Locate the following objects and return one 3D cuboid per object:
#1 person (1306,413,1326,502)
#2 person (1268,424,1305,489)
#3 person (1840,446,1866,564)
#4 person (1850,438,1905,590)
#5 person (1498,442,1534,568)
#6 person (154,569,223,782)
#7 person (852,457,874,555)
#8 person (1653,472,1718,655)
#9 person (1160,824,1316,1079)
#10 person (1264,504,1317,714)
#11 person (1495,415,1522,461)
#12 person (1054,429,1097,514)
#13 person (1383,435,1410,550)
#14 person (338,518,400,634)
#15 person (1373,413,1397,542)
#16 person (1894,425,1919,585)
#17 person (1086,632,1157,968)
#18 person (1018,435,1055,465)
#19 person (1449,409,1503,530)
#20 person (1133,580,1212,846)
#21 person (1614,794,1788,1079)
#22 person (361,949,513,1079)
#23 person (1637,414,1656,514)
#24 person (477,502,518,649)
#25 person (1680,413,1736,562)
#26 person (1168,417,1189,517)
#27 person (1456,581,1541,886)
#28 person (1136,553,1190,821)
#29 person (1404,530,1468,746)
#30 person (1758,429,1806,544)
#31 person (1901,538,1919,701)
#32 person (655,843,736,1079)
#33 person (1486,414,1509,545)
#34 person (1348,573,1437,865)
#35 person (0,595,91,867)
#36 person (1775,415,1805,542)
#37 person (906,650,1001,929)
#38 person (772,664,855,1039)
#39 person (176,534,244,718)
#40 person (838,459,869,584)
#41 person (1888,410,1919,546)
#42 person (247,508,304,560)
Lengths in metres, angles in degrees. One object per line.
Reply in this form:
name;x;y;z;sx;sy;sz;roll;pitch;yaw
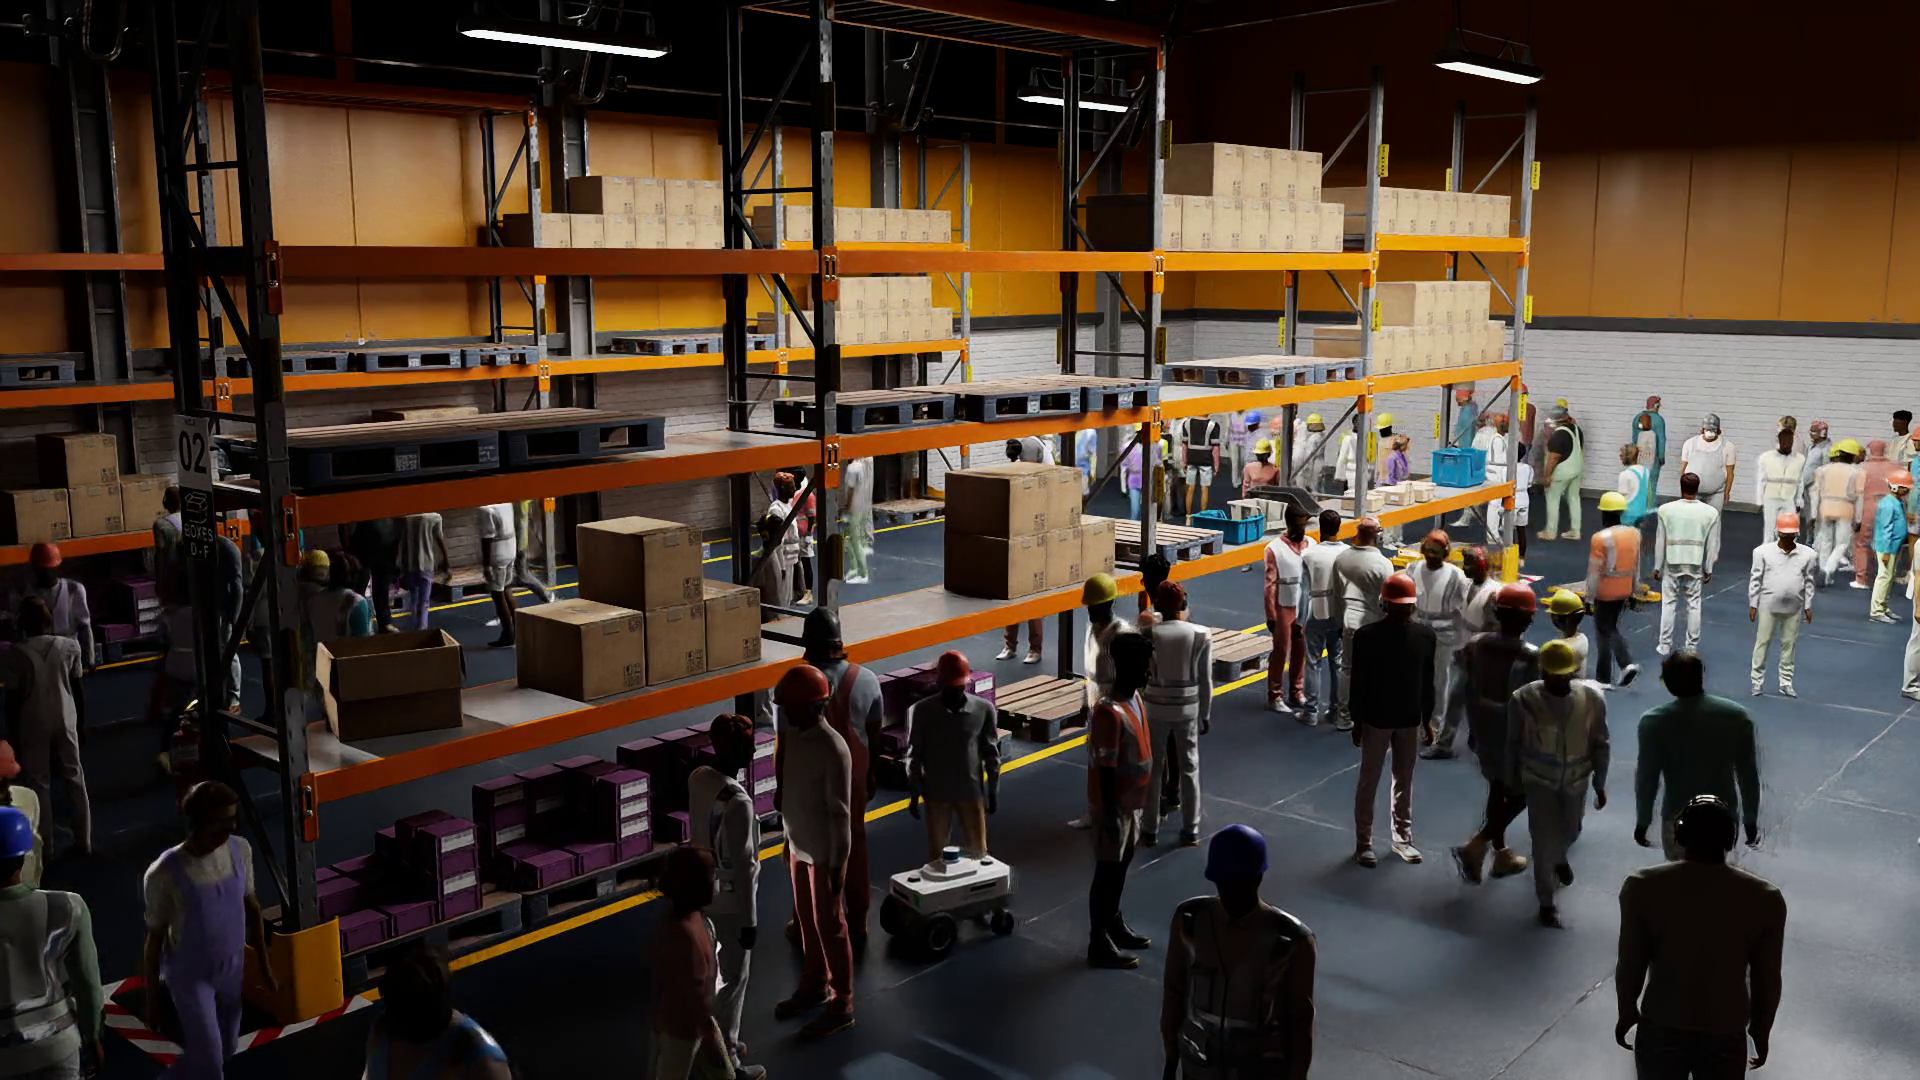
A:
person;5.476;-1.089;25.710;0.321;1.737;0.488;7;12;37
person;4.516;-0.683;22.938;0.927;1.862;0.661;-5;11;-27
person;11.989;-0.467;22.330;0.524;1.614;0.386;-2;10;-10
person;11.309;-0.312;20.597;0.680;1.884;0.450;1;10;6
person;7.344;-0.455;22.028;0.540;1.696;0.316;-6;11;-32
person;-6.079;1.051;13.119;0.540;1.669;0.776;0;10;2
person;-1.392;-0.664;23.137;0.294;1.744;0.485;-8;12;-40
person;7.473;0.257;17.160;0.584;1.911;0.392;2;10;11
person;1.061;2.031;6.439;0.605;1.948;0.390;5;11;26
person;2.975;0.613;15.034;0.603;1.904;0.386;-6;11;-33
person;8.874;-1.227;26.936;0.519;1.598;0.792;0;10;1
person;1.699;-1.043;24.564;0.627;2.025;0.744;0;10;-1
person;6.171;-0.671;23.514;0.319;1.631;0.518;7;12;35
person;-6.326;0.060;17.924;0.535;2.000;0.687;7;12;37
person;6.142;-0.894;24.076;0.633;1.887;0.593;-3;10;-17
person;12.078;-0.431;20.916;0.605;2.033;0.432;-5;11;-30
person;0.933;1.490;9.651;0.375;1.959;0.609;4;10;21
person;1.069;-0.809;23.113;0.535;2.000;0.685;1;10;4
person;7.989;-1.071;25.240;0.941;1.860;0.669;3;10;15
person;1.461;1.211;11.574;0.581;1.873;0.344;0;10;1
person;2.998;1.978;6.807;0.629;1.931;0.372;3;10;16
person;-1.807;2.240;5.703;0.611;1.788;0.996;8;12;40
person;11.059;-1.231;26.880;0.303;1.628;0.513;0;10;-1
person;-4.861;0.180;17.489;0.462;1.949;0.644;1;10;8
person;10.127;-0.722;22.594;0.679;2.000;0.535;6;11;32
person;3.488;-1.329;26.574;0.389;1.922;0.561;-7;12;-35
person;3.494;1.268;10.799;0.752;2.013;0.634;-7;12;-34
person;1.448;1.069;12.134;0.373;1.962;0.607;6;11;34
person;3.958;0.820;13.930;0.604;1.857;0.449;8;12;38
person;10.707;-0.502;21.697;0.605;1.900;0.547;2;10;10
person;9.015;0.582;15.431;0.560;1.836;0.394;-5;11;-29
person;-1.228;2.086;7.174;0.828;1.599;0.508;-1;10;-3
person;7.776;-0.874;23.977;0.355;1.883;0.576;2;10;13
person;2.924;1.203;11.240;0.612;1.995;0.382;-2;10;-10
person;-6.166;1.281;11.220;0.507;1.847;0.351;-9;13;-43
person;11.572;-0.780;23.285;0.631;1.931;0.366;-8;12;-38
person;-0.037;1.513;10.144;0.578;1.741;0.349;0;10;-2
person;-0.785;1.620;8.788;0.409;1.986;0.621;-6;11;-31
person;-6.654;0.640;14.770;0.629;1.940;0.376;2;10;14
person;-1.380;-0.352;20.972;0.523;1.853;0.530;-1;10;-5
person;13.493;-0.891;23.862;0.374;1.960;0.606;0;10;2
person;-7.154;0.202;17.441;0.377;1.917;0.599;7;12;37
